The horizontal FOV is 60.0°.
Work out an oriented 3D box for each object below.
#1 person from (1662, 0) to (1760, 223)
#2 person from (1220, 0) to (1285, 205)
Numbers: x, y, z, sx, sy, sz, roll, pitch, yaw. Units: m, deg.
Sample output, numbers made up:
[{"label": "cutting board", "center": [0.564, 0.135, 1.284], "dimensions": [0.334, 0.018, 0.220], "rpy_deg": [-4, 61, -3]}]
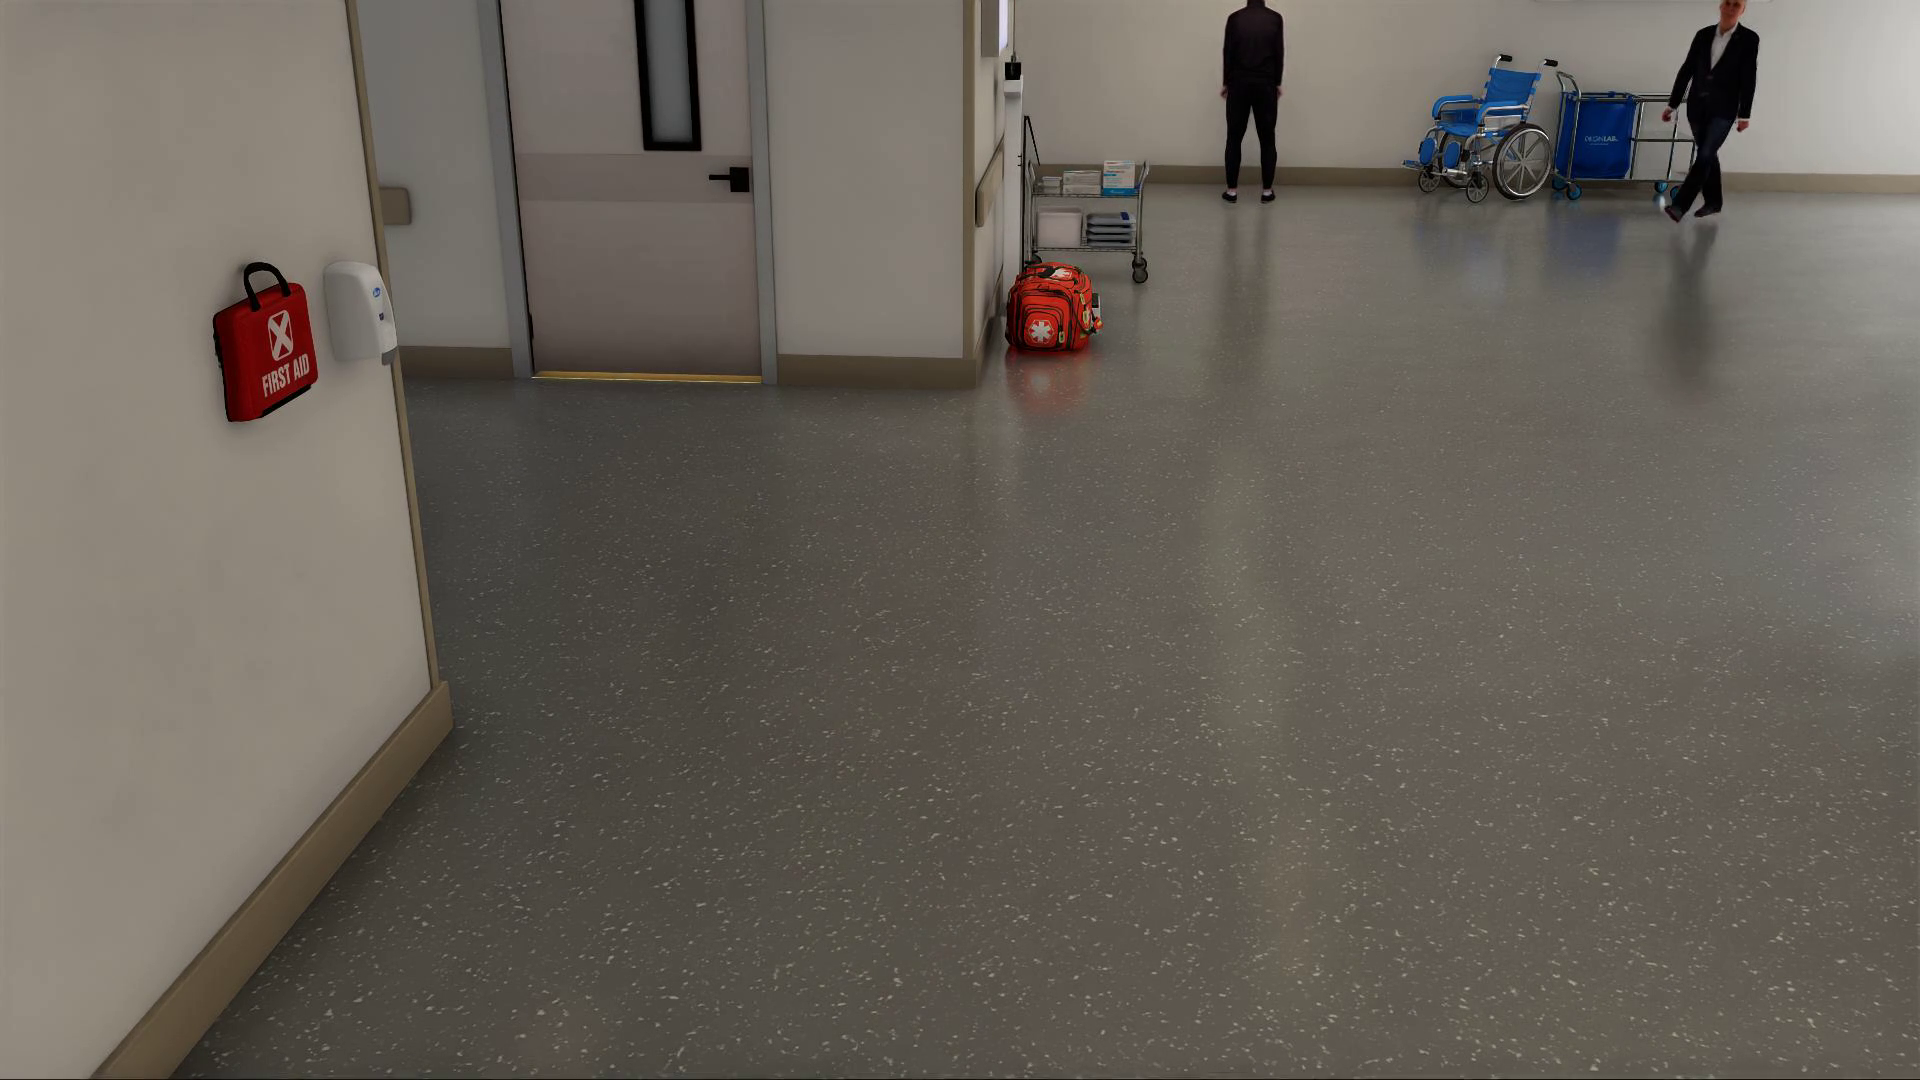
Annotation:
[{"label": "person", "center": [5.894, -3.349, 12.920], "dimensions": [1.229, 1.764, 1.200], "rpy_deg": [-15, 25, -34]}, {"label": "person", "center": [2.439, -3.749, 13.877], "dimensions": [0.683, 1.834, 0.578], "rpy_deg": [3, 21, 8]}]
